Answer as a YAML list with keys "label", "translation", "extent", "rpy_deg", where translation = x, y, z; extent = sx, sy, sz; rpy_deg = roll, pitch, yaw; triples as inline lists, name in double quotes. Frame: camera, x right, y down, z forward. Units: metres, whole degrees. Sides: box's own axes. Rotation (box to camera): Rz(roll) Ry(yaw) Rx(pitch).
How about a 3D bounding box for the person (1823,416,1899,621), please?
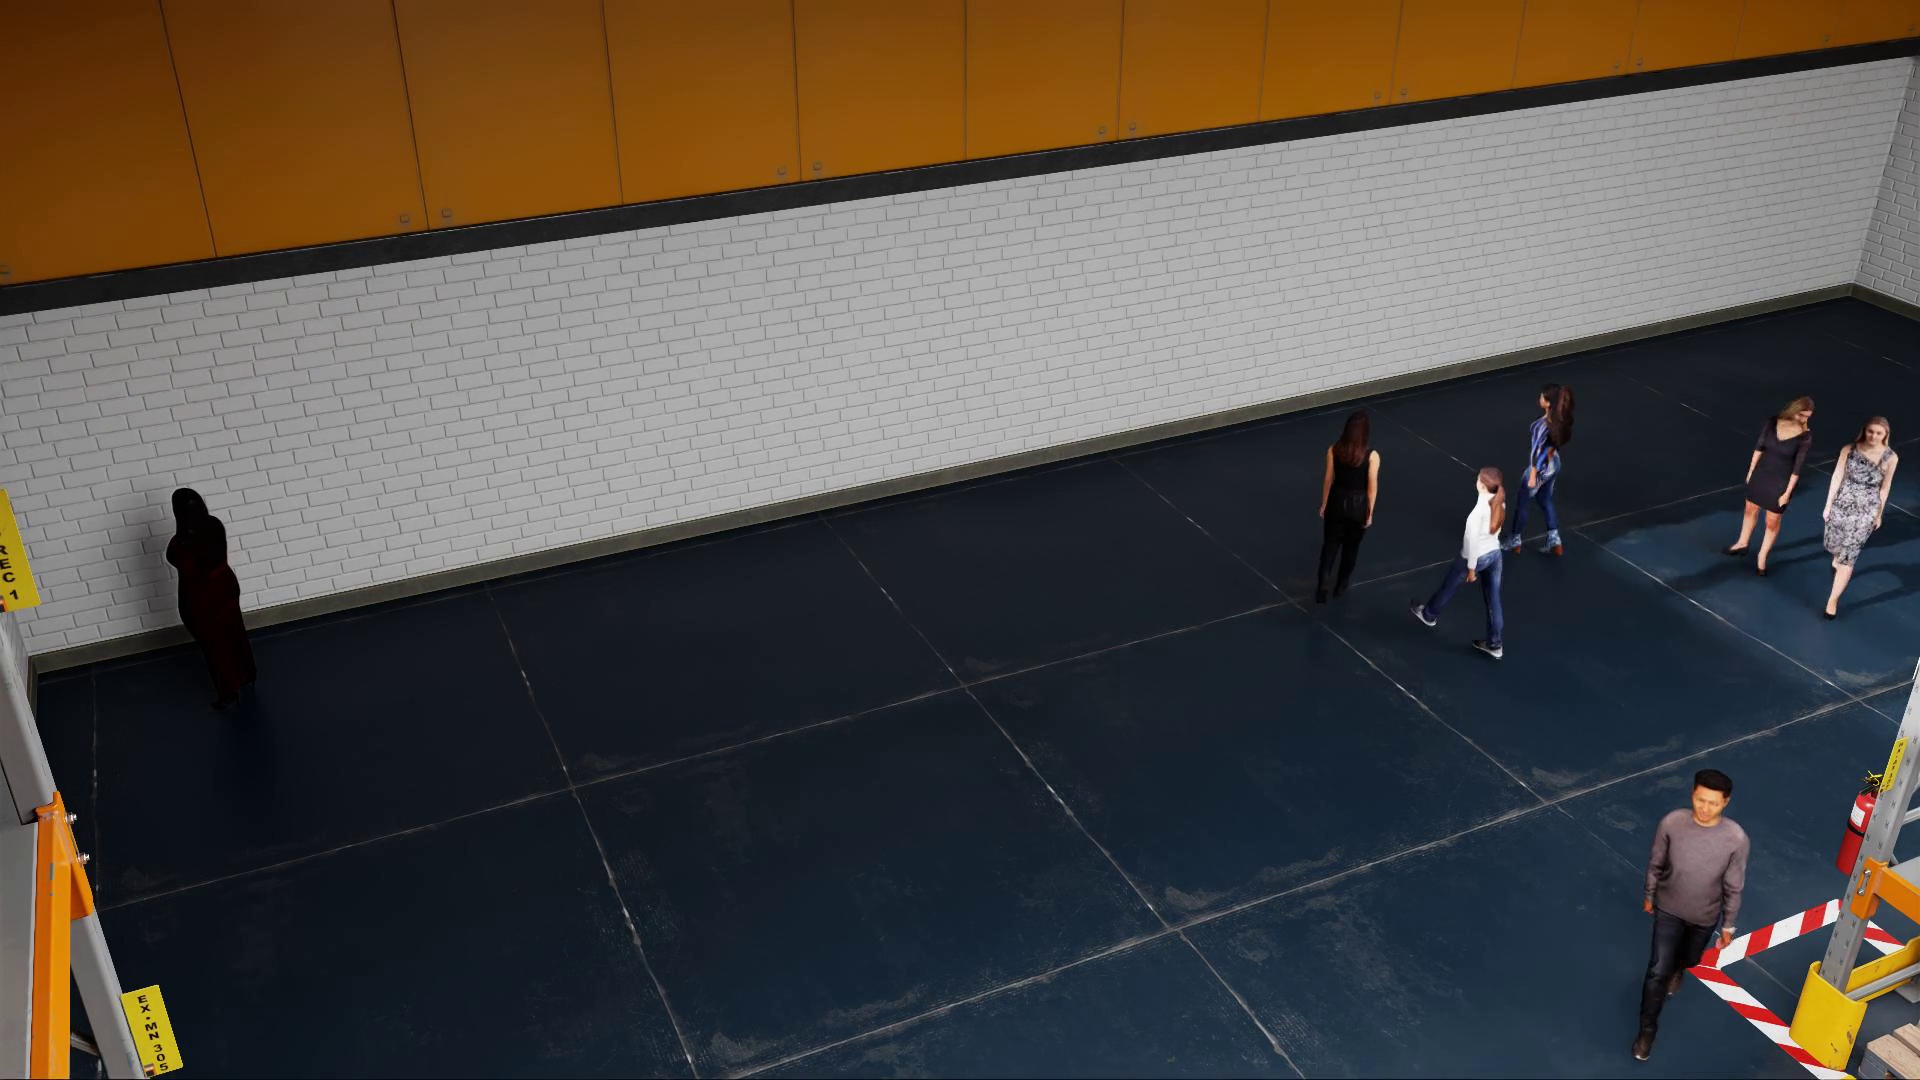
- label: "person"
  translation: [7.197, -0.246, 13.372]
  extent: [1.091, 1.678, 0.964]
  rpy_deg: [20, 35, 32]

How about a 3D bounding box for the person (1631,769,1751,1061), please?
- label: "person"
  translation: [4.054, 1.994, 9.200]
  extent: [1.133, 1.740, 1.121]
  rpy_deg: [5, 29, 10]

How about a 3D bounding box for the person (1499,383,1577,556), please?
- label: "person"
  translation: [4.968, -0.585, 14.063]
  extent: [0.867, 1.610, 0.764]
  rpy_deg: [24, 37, 36]

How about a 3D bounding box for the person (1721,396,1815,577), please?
- label: "person"
  translation: [6.739, -0.502, 13.861]
  extent: [0.791, 1.657, 0.496]
  rpy_deg: [-12, 31, -20]

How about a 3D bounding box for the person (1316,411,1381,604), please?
- label: "person"
  translation: [3.084, -0.208, 13.302]
  extent: [0.936, 1.677, 0.962]
  rpy_deg: [13, 31, 22]

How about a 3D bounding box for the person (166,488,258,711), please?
- label: "person"
  translation: [-5.439, 0.410, 12.085]
  extent: [0.820, 1.757, 0.729]
  rpy_deg: [5, 29, 9]

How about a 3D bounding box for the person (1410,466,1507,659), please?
- label: "person"
  translation: [4.050, 0.201, 12.727]
  extent: [0.592, 1.509, 1.075]
  rpy_deg: [-17, 33, -28]
